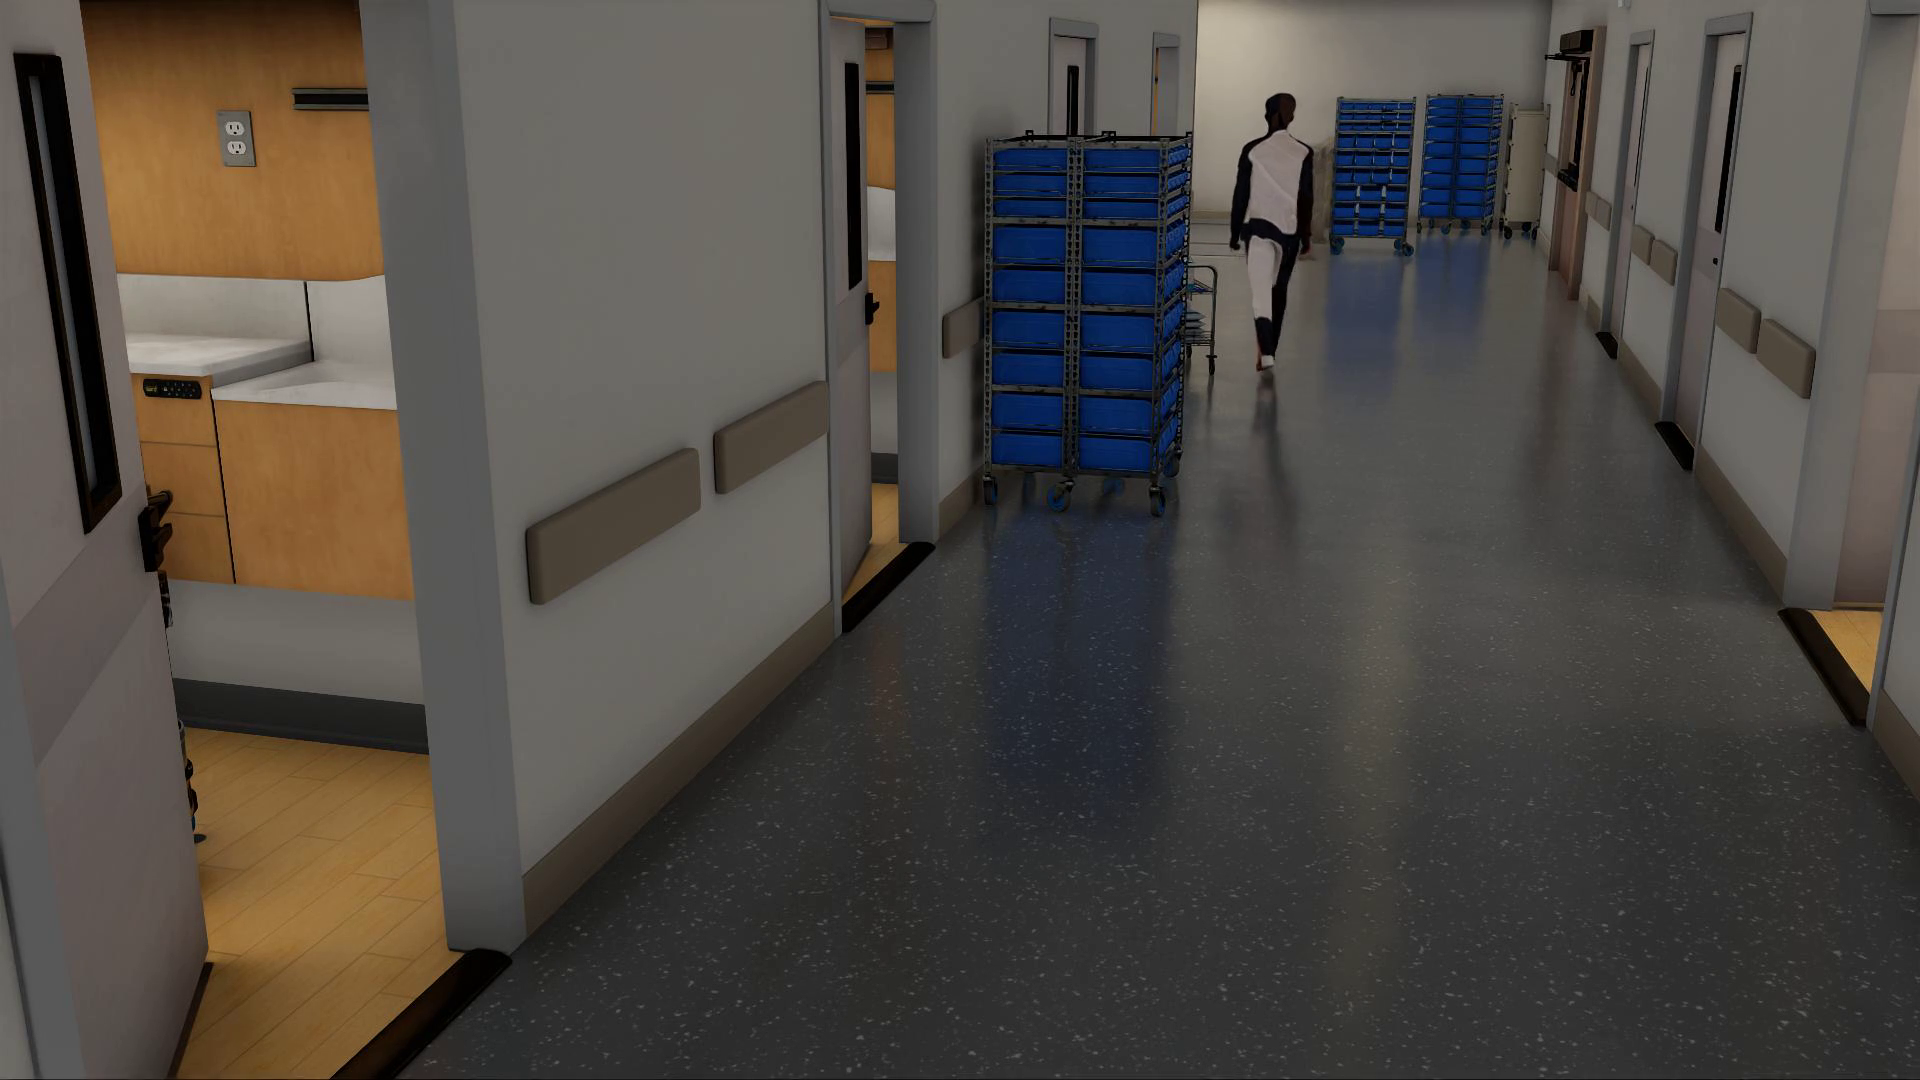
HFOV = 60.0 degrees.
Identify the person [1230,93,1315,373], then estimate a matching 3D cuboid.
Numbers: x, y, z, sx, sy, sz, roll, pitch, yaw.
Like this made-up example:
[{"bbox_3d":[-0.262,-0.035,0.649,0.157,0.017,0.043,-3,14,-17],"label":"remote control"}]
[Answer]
[{"bbox_3d":[2.118,-2.038,11.280,0.867,1.851,1.255,1,16,4],"label":"person"}]
